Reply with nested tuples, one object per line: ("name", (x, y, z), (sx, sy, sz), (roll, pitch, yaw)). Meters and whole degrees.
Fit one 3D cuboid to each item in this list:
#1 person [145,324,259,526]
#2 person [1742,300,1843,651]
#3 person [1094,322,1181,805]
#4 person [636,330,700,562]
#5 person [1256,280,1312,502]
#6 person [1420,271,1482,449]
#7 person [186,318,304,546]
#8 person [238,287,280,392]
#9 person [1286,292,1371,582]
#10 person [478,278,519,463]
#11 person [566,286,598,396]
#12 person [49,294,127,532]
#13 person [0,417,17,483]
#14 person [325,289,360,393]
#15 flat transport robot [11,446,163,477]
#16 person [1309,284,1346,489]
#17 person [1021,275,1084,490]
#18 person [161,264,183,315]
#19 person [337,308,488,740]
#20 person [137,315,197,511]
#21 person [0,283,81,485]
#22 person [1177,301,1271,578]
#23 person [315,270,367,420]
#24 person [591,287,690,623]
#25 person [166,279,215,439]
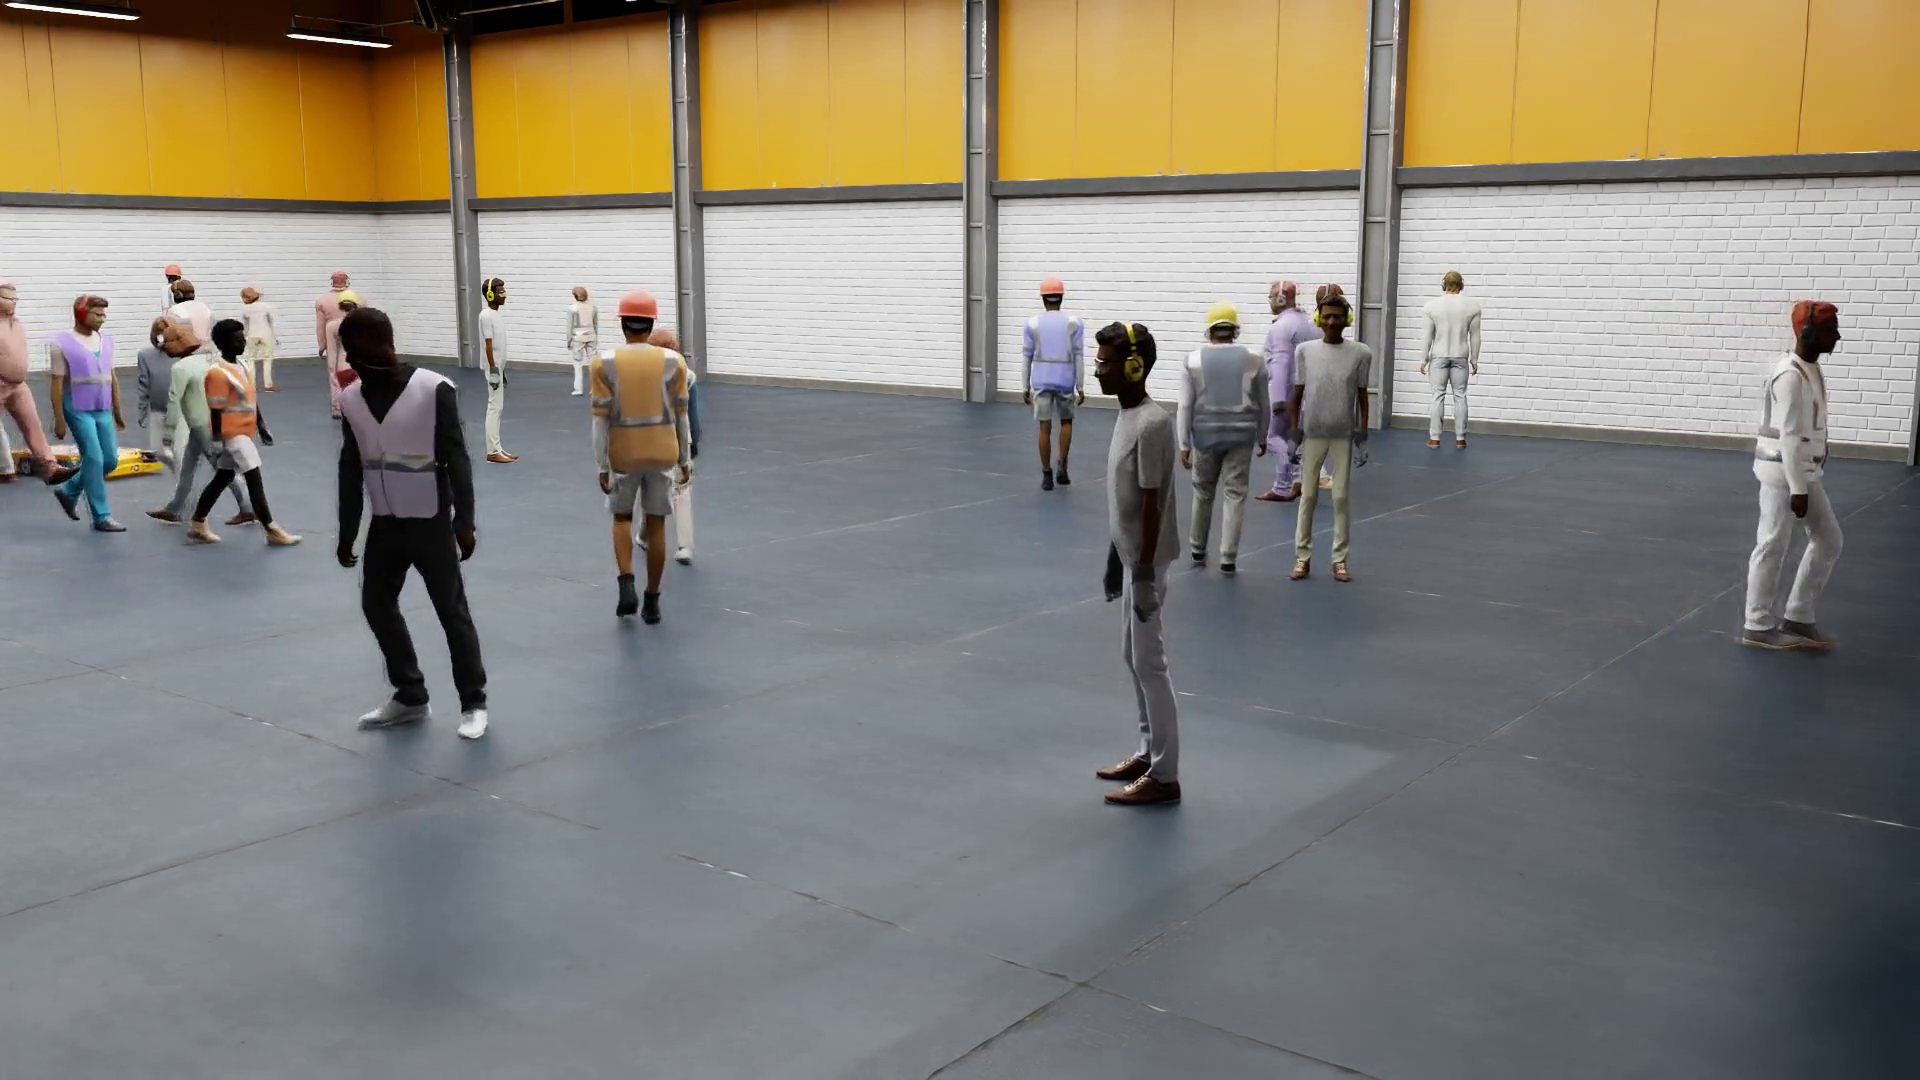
("person", (-5.912, -0.882, 12.884), (0.872, 1.566, 0.520), (-1, 10, -4))
("person", (4.471, -0.315, 8.742), (0.602, 1.862, 0.615), (8, 13, 39))
("person", (0.682, 0.094, 6.414), (0.349, 1.859, 0.505), (0, 10, -1))
("person", (-2.050, -0.659, 11.540), (0.539, 1.584, 0.877), (-5, 11, -26))
("person", (2.765, -1.235, 14.034), (0.490, 1.899, 0.661), (6, 11, 31))
("person", (5.329, -1.956, 18.100), (0.635, 1.932, 0.354), (1, 10, 9))
("person", (-5.256, -0.772, 12.012), (0.864, 1.655, 0.528), (-1, 10, -6))
("person", (-10.758, -3.060, 25.476), (0.594, 1.615, 0.329), (-3, 10, -18))
("person", (2.381, -0.658, 10.747), (0.532, 1.865, 0.310), (2, 10, 14))
("person", (-4.697, -1.716, 16.890), (0.328, 1.872, 0.513), (-1, 10, -8))
("person", (-5.640, -2.972, 24.885), (0.533, 1.632, 0.340), (-7, 12, -37))
("person", (-6.686, -0.960, 12.647), (0.611, 1.815, 0.576), (3, 10, 14))
("person", (-9.053, -1.460, 15.327), (0.696, 1.897, 0.641), (3, 10, 14))
("person", (-6.679, -1.886, 18.293), (0.525, 1.739, 0.851), (-3, 10, -15))
("flat transport robot", (-8.496, -0.769, 16.024), (1.431, 0.197, 0.652), (3, 10, 19))
("person", (3.324, -1.393, 15.094), (0.429, 1.845, 0.621), (2, 10, 14))
("person", (0.836, -1.415, 15.001), (0.569, 1.912, 0.581), (1, 10, 5))
("person", (-13.350, -3.715, 28.330), (0.553, 1.935, 0.364), (8, 13, 40))
("person", (-2.384, -0.074, 7.308), (0.668, 1.878, 0.387), (3, 10, 19))
("person", (-6.512, -1.060, 13.786), (0.511, 1.617, 0.566), (0, 10, 0))
("person", (-8.575, -1.386, 15.032), (1.019, 1.840, 0.682), (2, 10, 10))
("person", (1.748, -0.676, 11.043), (0.610, 1.796, 0.734), (2, 10, 9))
("person", (-7.894, -2.495, 21.325), (0.651, 1.904, 0.403), (-3, 10, -19))
("person", (-1.822, -0.478, 9.535), (0.550, 1.917, 0.399), (-2, 10, -11))
("person", (-8.479, -1.942, 18.301), (0.429, 1.840, 0.624), (3, 10, 16))
